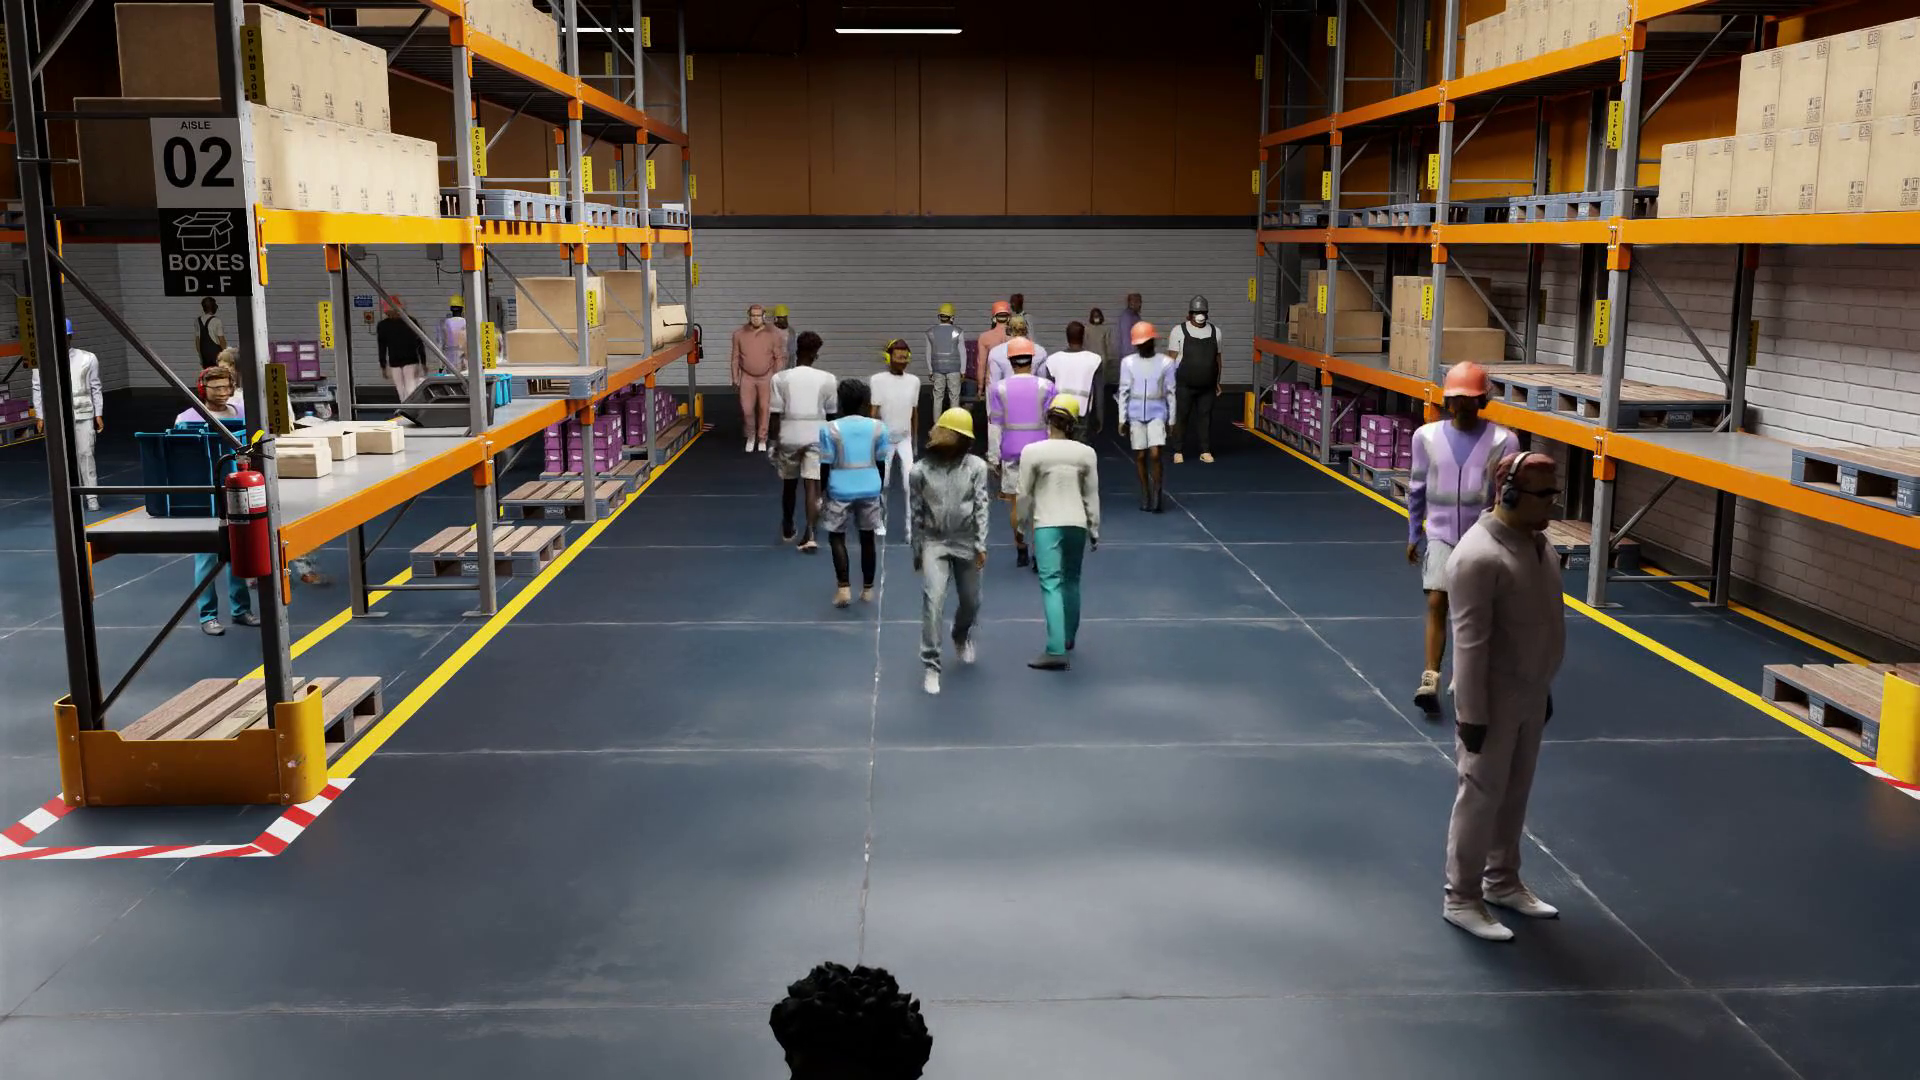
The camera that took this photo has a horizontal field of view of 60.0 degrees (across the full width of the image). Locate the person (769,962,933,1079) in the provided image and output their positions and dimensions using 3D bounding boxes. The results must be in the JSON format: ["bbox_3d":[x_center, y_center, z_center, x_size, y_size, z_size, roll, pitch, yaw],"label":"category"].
[{"bbox_3d":[-0.146,1.416,2.418,0.542,1.695,0.316,2,10,13],"label":"person"}]

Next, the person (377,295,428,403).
[{"bbox_3d":[-7.787,-2.439,23.190,0.660,1.945,0.546,1,10,8],"label":"person"}]

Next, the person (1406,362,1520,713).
[{"bbox_3d":[2.858,-0.008,9.519,0.634,1.991,1.011,4,11,23],"label":"person"}]

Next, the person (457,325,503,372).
[{"bbox_3d":[-6.488,-2.279,22.464,0.630,1.897,0.683,-6,12,-31],"label":"person"}]

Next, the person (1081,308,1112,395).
[{"bbox_3d":[2.242,-3.053,27.591,0.530,1.592,0.623,0,10,-3],"label":"person"}]

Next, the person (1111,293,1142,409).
[{"bbox_3d":[2.655,-2.886,25.835,0.504,1.889,0.667,4,11,21],"label":"person"}]

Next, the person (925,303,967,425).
[{"bbox_3d":[-0.181,-2.389,23.238,0.591,1.833,0.403,3,11,16],"label":"person"}]

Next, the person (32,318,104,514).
[{"bbox_3d":[-8.829,-1.236,16.489,0.614,1.945,0.404,-5,11,-26],"label":"person"}]

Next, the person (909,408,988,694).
[{"bbox_3d":[-0.075,0.027,10.167,0.480,1.696,0.753,-2,10,-10],"label":"person"}]

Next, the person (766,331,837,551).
[{"bbox_3d":[-1.386,-0.869,14.579,0.634,1.912,0.962,-1,10,-8],"label":"person"}]

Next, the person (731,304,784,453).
[{"bbox_3d":[-2.565,-2.034,21.095,0.680,1.883,0.689,-1,10,-6],"label":"person"}]

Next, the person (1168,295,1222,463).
[{"bbox_3d":[2.880,-1.943,20.173,0.673,2.000,0.535,-2,10,-9],"label":"person"}]

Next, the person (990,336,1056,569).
[{"bbox_3d":[0.520,-0.677,13.644,0.571,1.871,0.641,1,10,6],"label":"person"}]

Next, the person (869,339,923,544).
[{"bbox_3d":[-0.599,-0.895,14.934,0.529,1.828,0.903,-4,11,-20],"label":"person"}]

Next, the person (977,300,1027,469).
[{"bbox_3d":[0.496,-1.835,19.706,0.623,1.989,0.401,-2,10,-10],"label":"person"}]

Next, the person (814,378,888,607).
[{"bbox_3d":[-0.793,-0.345,12.247,0.564,1.697,0.331,-4,11,-22],"label":"person"}]

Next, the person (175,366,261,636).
[{"bbox_3d":[-5.096,-0.280,11.459,0.372,1.840,0.570,6,12,32],"label":"person"}]

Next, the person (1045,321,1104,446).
[{"bbox_3d":[1.135,-1.265,16.827,0.604,1.883,0.821,3,11,15],"label":"person"}]

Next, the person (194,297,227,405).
[{"bbox_3d":[-11.392,-2.779,25.374,0.508,1.846,0.345,2,10,13],"label":"person"}]

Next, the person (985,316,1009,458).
[{"bbox_3d":[0.513,-1.896,20.467,0.428,1.842,0.634,-4,11,-20],"label":"person"}]

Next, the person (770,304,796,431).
[{"bbox_3d":[-2.454,-2.405,23.394,0.772,1.801,0.628,10,14,44],"label":"person"}]

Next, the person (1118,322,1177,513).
[{"bbox_3d":[1.837,-1.199,16.419,0.579,1.893,0.637,3,11,16],"label":"person"}]

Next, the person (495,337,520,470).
[{"bbox_3d":[-5.375,-1.559,19.255,0.538,1.586,0.848,1,10,4],"label":"person"}]

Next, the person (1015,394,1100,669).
[{"bbox_3d":[0.631,-0.069,10.661,0.568,1.712,0.753,-4,11,-20],"label":"person"}]

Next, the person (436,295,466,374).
[{"bbox_3d":[-7.158,-2.534,23.779,0.594,1.925,0.370,-3,10,-14],"label":"person"}]

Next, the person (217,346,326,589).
[{"bbox_3d":[-5.321,-0.542,12.786,0.776,1.894,0.451,2,10,14],"label":"person"}]

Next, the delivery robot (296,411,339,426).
[{"bbox_3d":[-8.145,-1.370,20.855,0.477,0.478,0.707,6,12,30],"label":"delivery robot"}]

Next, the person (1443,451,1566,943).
[{"bbox_3d":[2.122,0.597,6.438,0.399,1.896,0.651,9,14,42],"label":"person"}]

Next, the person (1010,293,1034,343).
[{"bbox_3d":[0.920,-3.022,26.703,0.729,1.856,0.582,-3,11,-15],"label":"person"}]

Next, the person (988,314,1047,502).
[{"bbox_3d":[0.592,-1.354,17.176,0.635,1.937,0.353,-2,10,-13],"label":"person"}]
